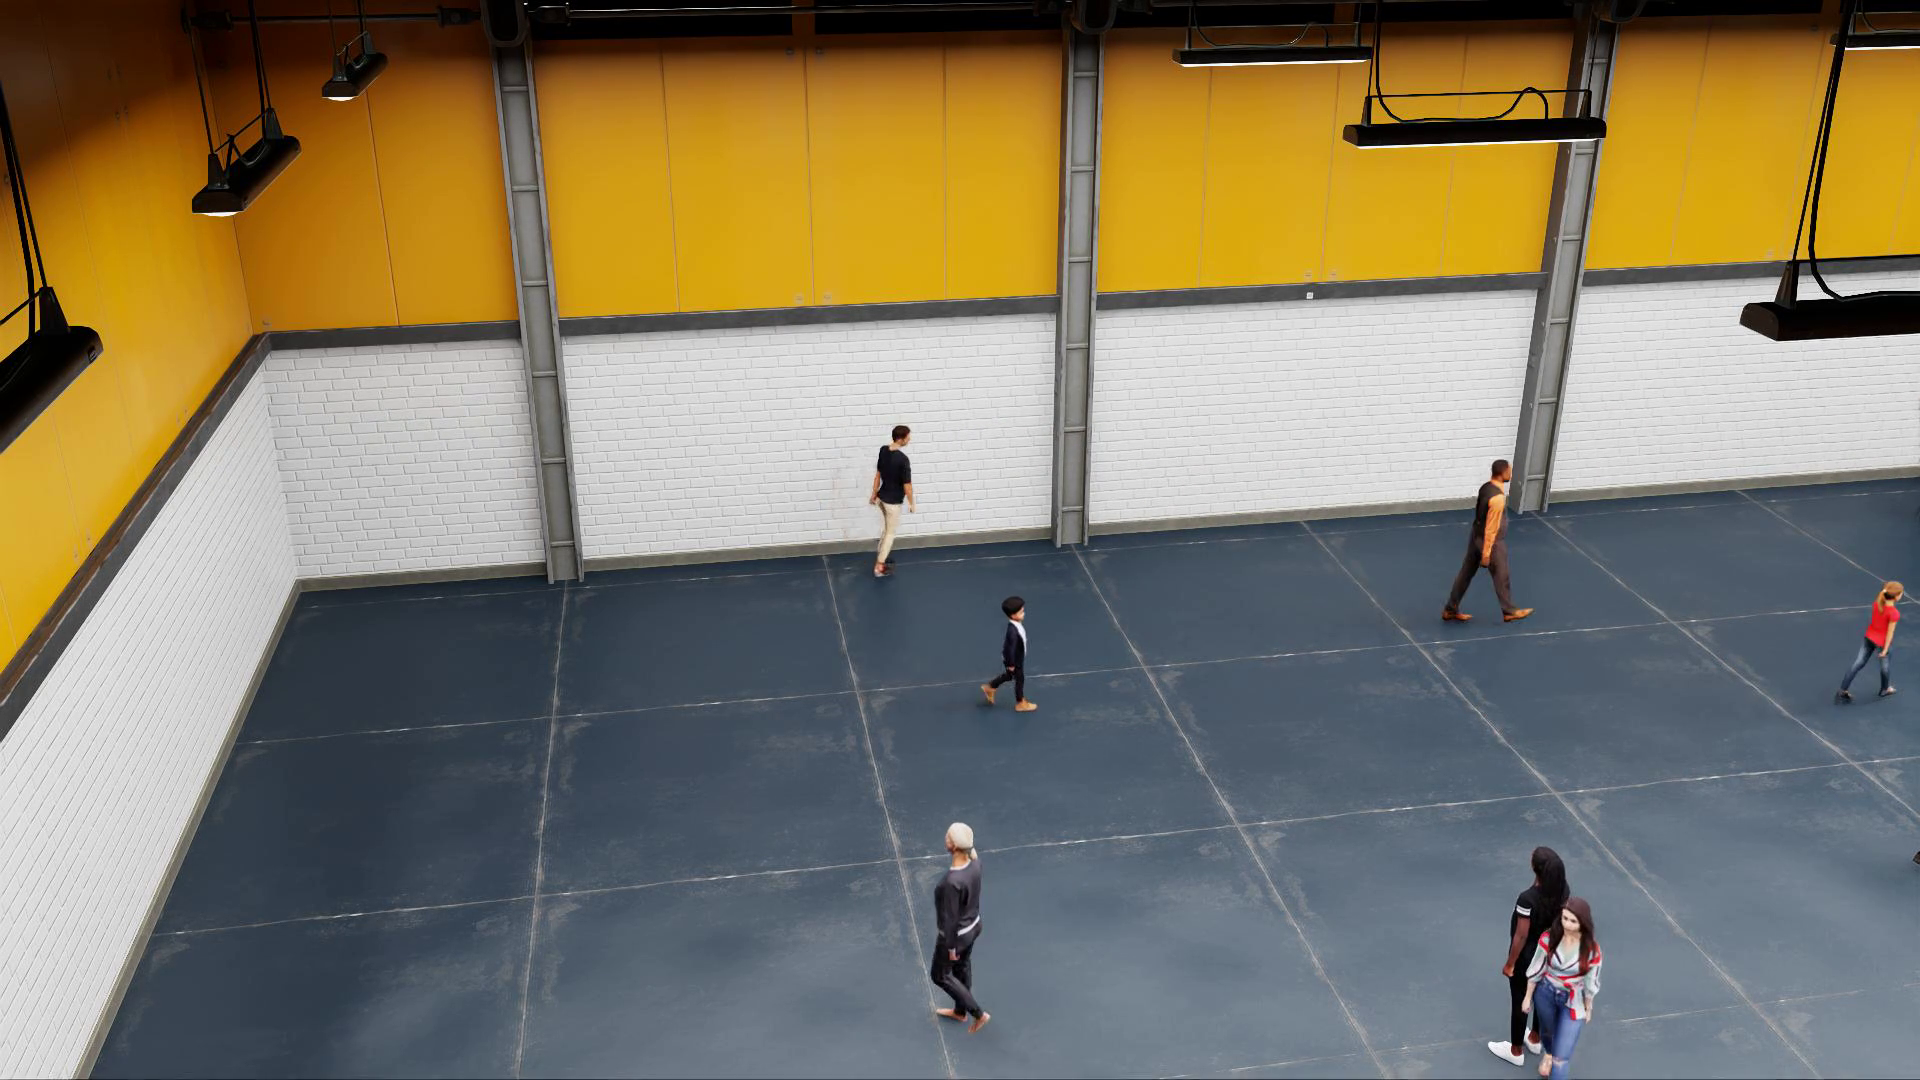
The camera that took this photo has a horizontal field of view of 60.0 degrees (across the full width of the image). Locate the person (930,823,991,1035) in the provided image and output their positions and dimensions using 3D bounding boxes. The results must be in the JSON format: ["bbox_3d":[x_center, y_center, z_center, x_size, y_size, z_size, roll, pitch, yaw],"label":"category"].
[{"bbox_3d":[0.053,2.774,11.820,0.893,1.714,0.828,14,27,29],"label":"person"}]

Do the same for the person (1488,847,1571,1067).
[{"bbox_3d":[3.989,2.875,11.566,0.621,1.732,0.745,-13,27,-27],"label":"person"}]

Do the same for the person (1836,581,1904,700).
[{"bbox_3d":[8.976,1.014,16.382,0.946,1.285,0.607,-9,25,-20],"label":"person"}]

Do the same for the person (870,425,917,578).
[{"bbox_3d":[-0.856,-0.434,19.036,0.802,1.812,0.845,20,31,38],"label":"person"}]

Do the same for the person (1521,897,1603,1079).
[{"bbox_3d":[4.081,3.086,11.295,1.042,1.562,1.122,15,28,31],"label":"person"}]

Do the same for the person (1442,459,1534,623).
[{"bbox_3d":[5.548,0.050,17.857,1.217,1.870,0.823,0,24,-1],"label":"person"}]

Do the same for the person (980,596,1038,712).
[{"bbox_3d":[0.472,1.110,16.252,0.842,1.213,0.633,2,24,5],"label":"person"}]
